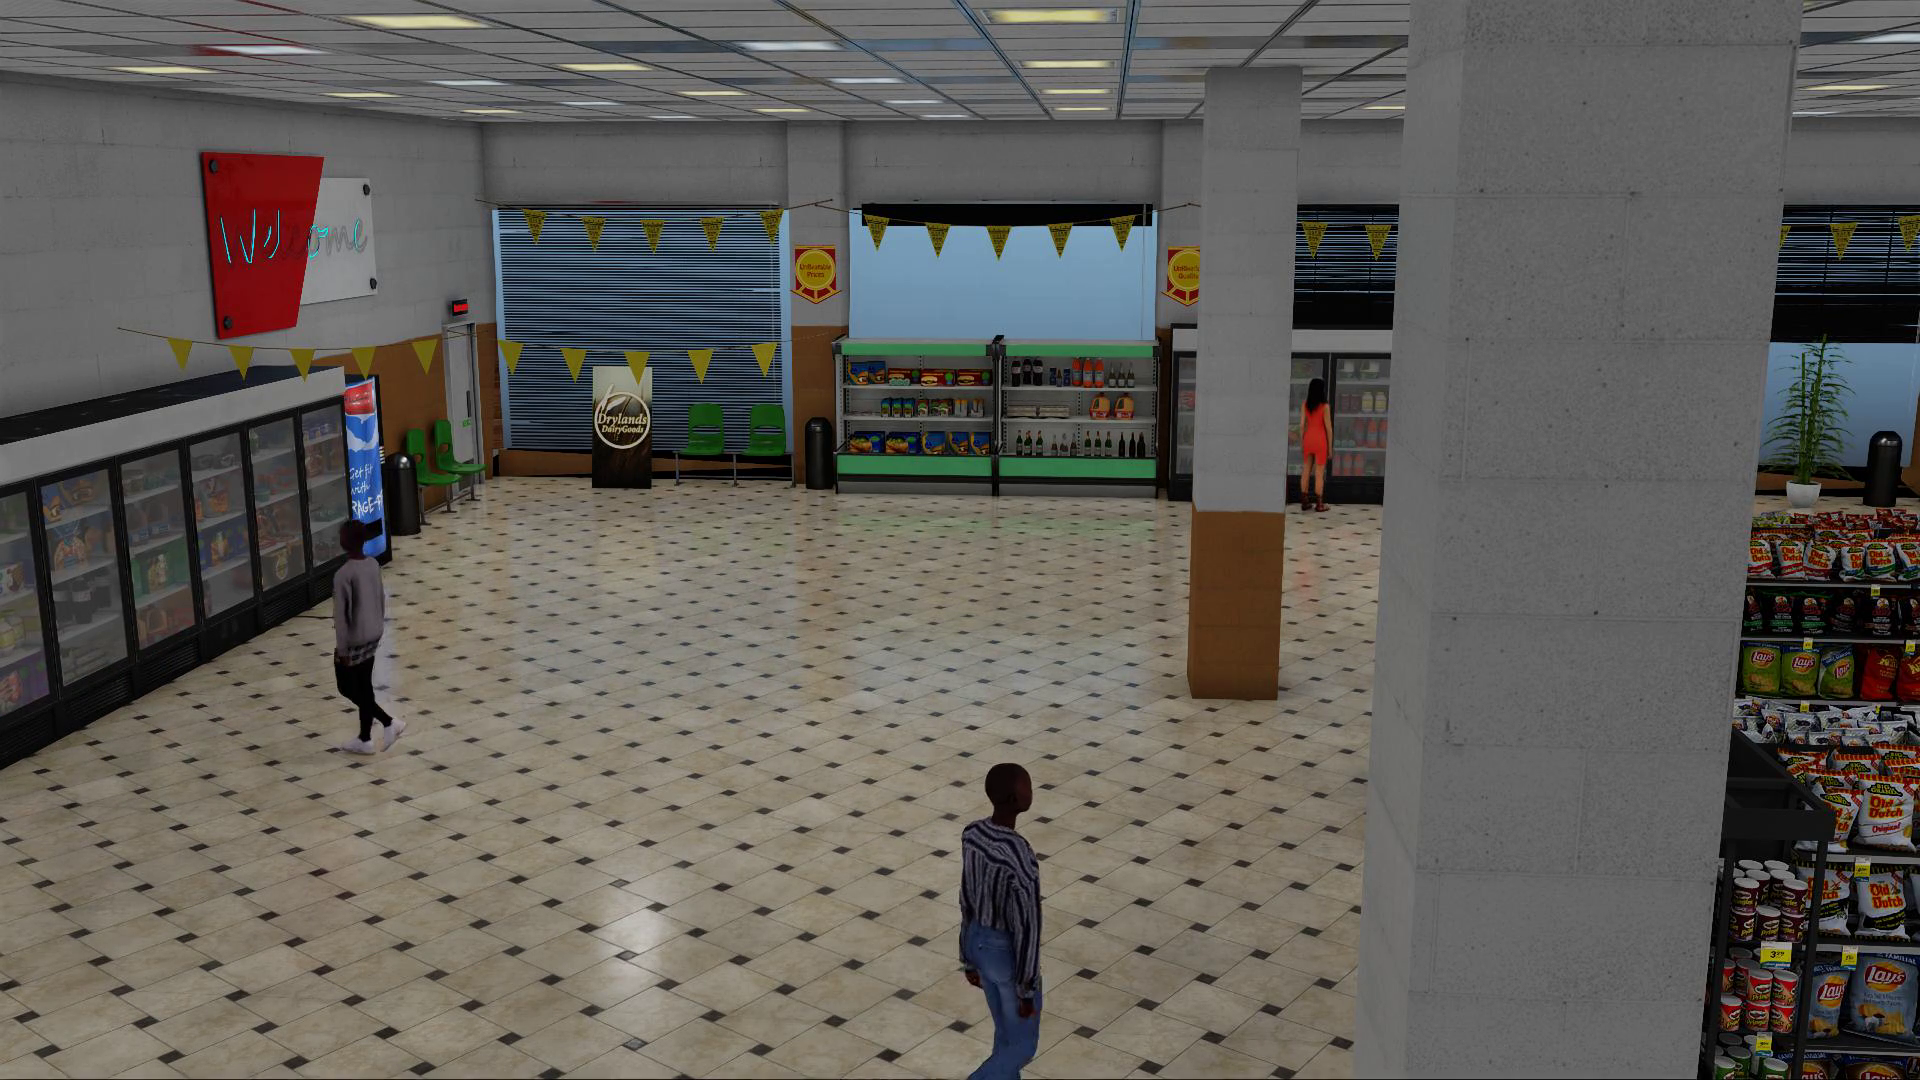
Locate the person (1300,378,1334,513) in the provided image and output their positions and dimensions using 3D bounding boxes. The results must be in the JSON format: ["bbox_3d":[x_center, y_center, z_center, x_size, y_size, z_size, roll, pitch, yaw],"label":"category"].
[{"bbox_3d":[4.582,-1.228,21.443,0.635,1.718,0.727,10,16,40],"label":"person"}]

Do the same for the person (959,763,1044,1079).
[{"bbox_3d":[0.103,1.804,6.899,1.041,1.778,0.954,-8,14,-34],"label":"person"}]

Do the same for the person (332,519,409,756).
[{"bbox_3d":[-4.275,0.731,12.044,0.930,1.759,0.744,4,13,18],"label":"person"}]
